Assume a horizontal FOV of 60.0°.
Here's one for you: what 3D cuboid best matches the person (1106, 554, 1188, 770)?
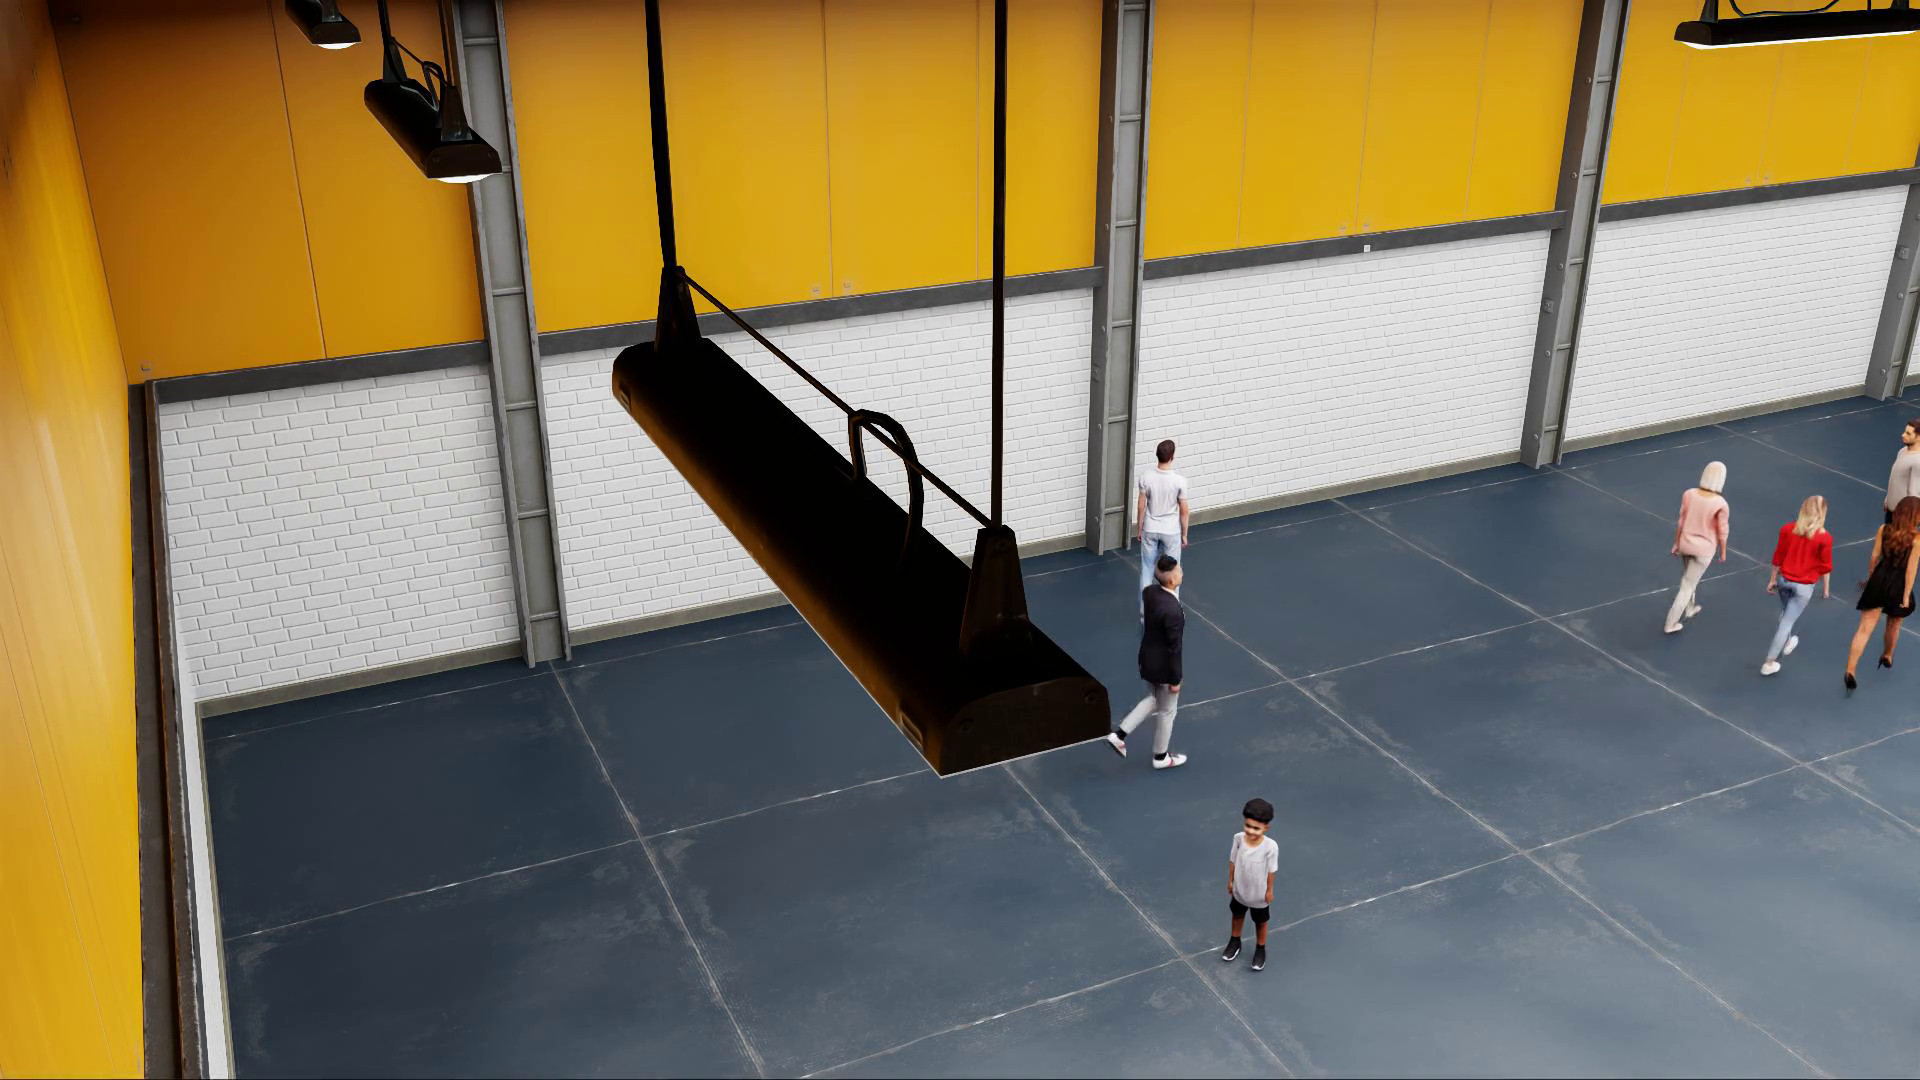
[{"bbox_3d":[1.522,0.984,13.326,0.920,1.936,0.731,-9,25,-19],"label":"person"}]

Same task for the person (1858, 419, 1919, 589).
[{"bbox_3d":[9.273,-0.298,16.348,0.721,1.864,0.724,1,24,1],"label":"person"}]

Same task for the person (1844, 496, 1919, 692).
[{"bbox_3d":[8.077,0.509,14.602,1.172,1.783,0.765,-17,29,-34],"label":"person"}]

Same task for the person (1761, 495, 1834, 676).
[{"bbox_3d":[7.445,0.440,14.901,1.054,1.671,0.789,-18,29,-35],"label":"person"}]

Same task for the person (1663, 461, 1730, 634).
[{"bbox_3d":[6.879,0.102,15.640,0.954,1.698,0.718,-16,28,-33],"label":"person"}]

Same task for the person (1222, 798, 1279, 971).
[{"bbox_3d":[1.967,2.288,11.191,0.562,1.256,0.608,12,26,26],"label":"person"}]

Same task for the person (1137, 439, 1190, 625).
[{"bbox_3d":[1.920,-0.069,15.842,0.707,1.851,0.774,8,25,17],"label":"person"}]
